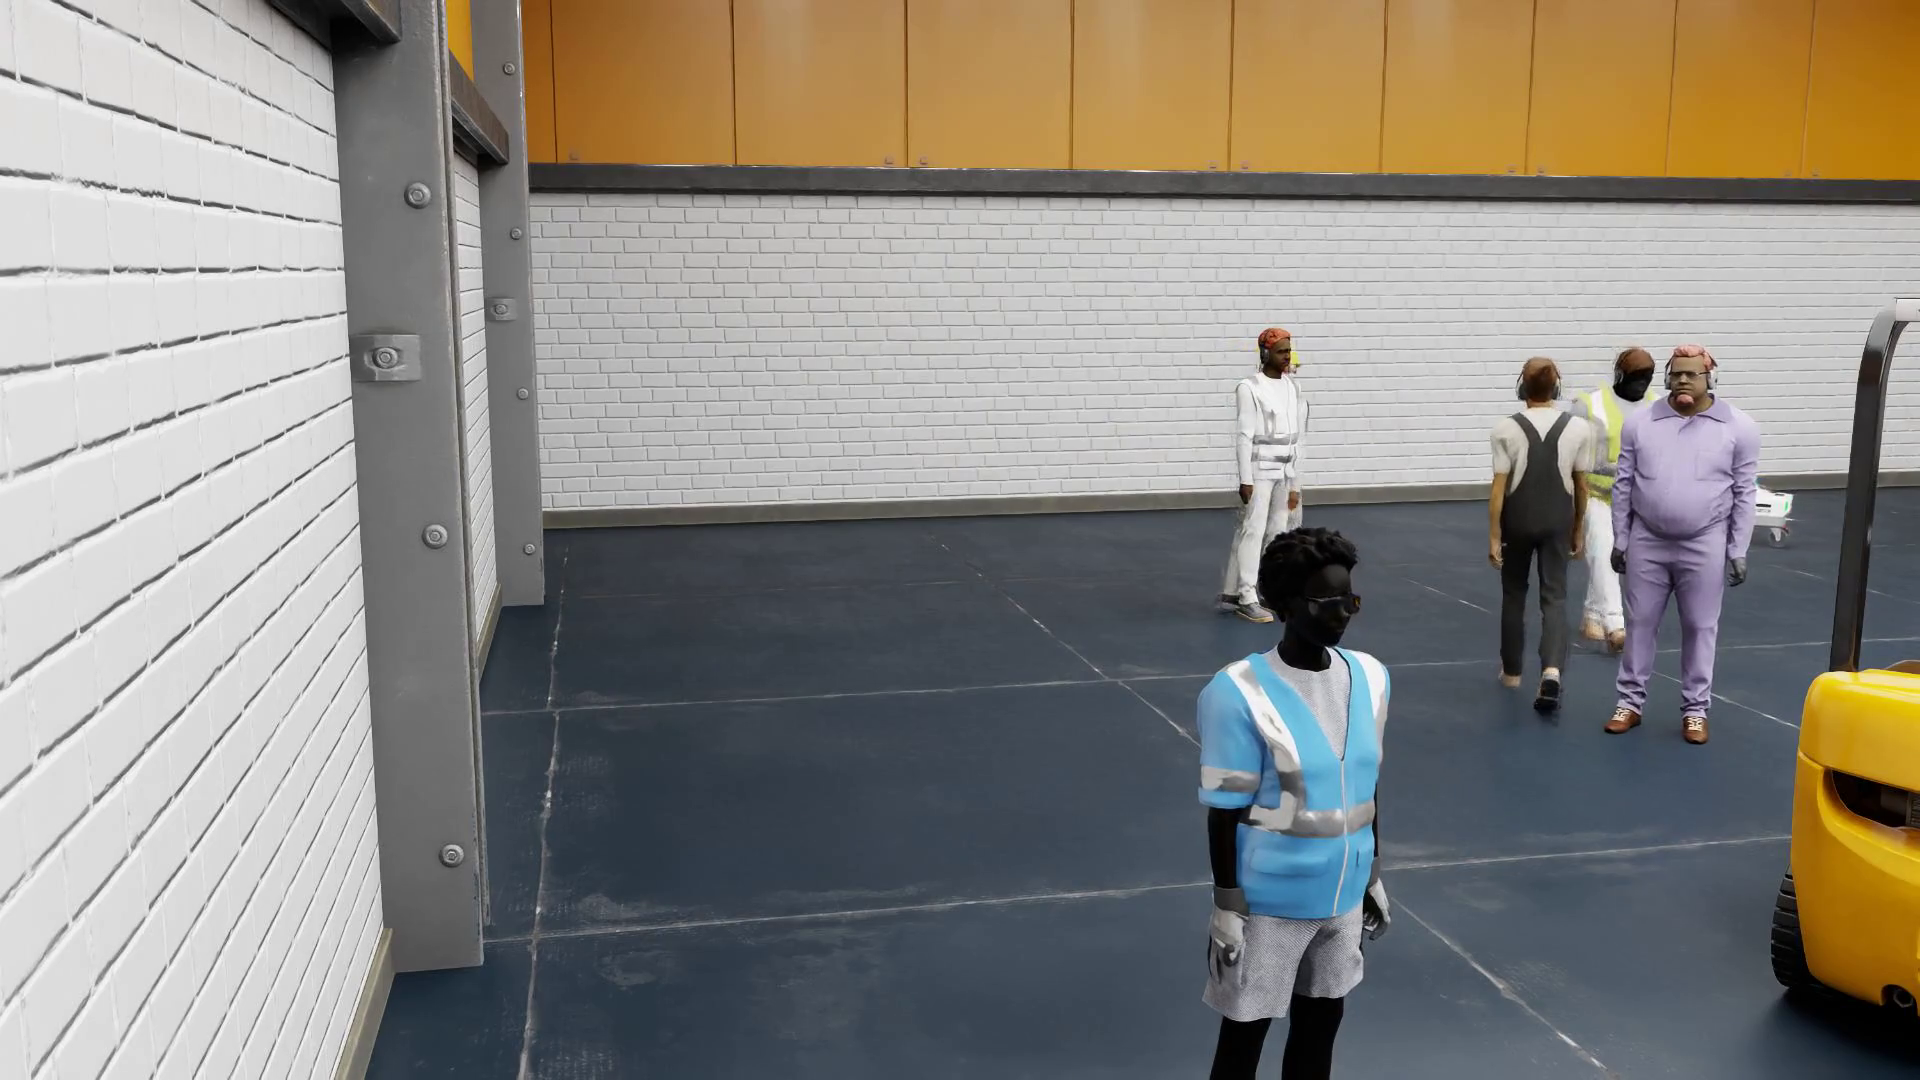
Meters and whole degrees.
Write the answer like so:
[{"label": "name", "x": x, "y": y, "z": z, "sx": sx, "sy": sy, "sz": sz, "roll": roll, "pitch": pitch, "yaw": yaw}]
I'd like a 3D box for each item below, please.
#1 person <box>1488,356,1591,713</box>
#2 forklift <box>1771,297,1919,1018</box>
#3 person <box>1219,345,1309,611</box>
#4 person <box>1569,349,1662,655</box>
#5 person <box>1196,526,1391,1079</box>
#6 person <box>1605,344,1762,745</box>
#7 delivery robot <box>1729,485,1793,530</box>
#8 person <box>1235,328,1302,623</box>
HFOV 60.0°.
[{"label": "person", "x": 2.994, "y": -0.041, "z": 8.620, "sx": 0.511, "sy": 1.815, "sz": 0.858, "roll": 2, "pitch": 10, "yaw": 11}, {"label": "forklift", "x": 3.542, "y": 0.334, "z": 5.177, "sx": 2.313, "sy": 2.155, "sz": 1.214, "roll": -9, "pitch": 13, "yaw": -43}, {"label": "person", "x": 2.059, "y": -0.411, "z": 10.996, "sx": 0.874, "sy": 1.787, "sz": 0.600, "roll": -8, "pitch": 12, "yaw": -40}, {"label": "person", "x": 3.920, "y": -0.225, "z": 9.820, "sx": 0.637, "sy": 1.784, "sz": 0.979, "roll": 0, "pitch": 9, "yaw": -3}, {"label": "person", "x": 0.770, "y": 0.806, "z": 3.809, "sx": 0.535, "sy": 1.699, "sz": 0.318, "roll": -6, "pitch": 11, "yaw": -31}, {"label": "person", "x": 3.440, "y": 0.019, "z": 7.966, "sx": 0.643, "sy": 1.910, "sz": 0.400, "roll": 6, "pitch": 11, "yaw": 32}, {"label": "delivery robot", "x": 6.436, "y": -0.286, "z": 13.650, "sx": 0.707, "sy": 0.478, "sz": 0.477, "roll": 5, "pitch": 11, "yaw": 29}, {"label": "person", "x": 1.995, "y": -0.418, "z": 10.703, "sx": 0.584, "sy": 1.882, "sz": 0.349, "roll": -8, "pitch": 13, "yaw": -42}]
